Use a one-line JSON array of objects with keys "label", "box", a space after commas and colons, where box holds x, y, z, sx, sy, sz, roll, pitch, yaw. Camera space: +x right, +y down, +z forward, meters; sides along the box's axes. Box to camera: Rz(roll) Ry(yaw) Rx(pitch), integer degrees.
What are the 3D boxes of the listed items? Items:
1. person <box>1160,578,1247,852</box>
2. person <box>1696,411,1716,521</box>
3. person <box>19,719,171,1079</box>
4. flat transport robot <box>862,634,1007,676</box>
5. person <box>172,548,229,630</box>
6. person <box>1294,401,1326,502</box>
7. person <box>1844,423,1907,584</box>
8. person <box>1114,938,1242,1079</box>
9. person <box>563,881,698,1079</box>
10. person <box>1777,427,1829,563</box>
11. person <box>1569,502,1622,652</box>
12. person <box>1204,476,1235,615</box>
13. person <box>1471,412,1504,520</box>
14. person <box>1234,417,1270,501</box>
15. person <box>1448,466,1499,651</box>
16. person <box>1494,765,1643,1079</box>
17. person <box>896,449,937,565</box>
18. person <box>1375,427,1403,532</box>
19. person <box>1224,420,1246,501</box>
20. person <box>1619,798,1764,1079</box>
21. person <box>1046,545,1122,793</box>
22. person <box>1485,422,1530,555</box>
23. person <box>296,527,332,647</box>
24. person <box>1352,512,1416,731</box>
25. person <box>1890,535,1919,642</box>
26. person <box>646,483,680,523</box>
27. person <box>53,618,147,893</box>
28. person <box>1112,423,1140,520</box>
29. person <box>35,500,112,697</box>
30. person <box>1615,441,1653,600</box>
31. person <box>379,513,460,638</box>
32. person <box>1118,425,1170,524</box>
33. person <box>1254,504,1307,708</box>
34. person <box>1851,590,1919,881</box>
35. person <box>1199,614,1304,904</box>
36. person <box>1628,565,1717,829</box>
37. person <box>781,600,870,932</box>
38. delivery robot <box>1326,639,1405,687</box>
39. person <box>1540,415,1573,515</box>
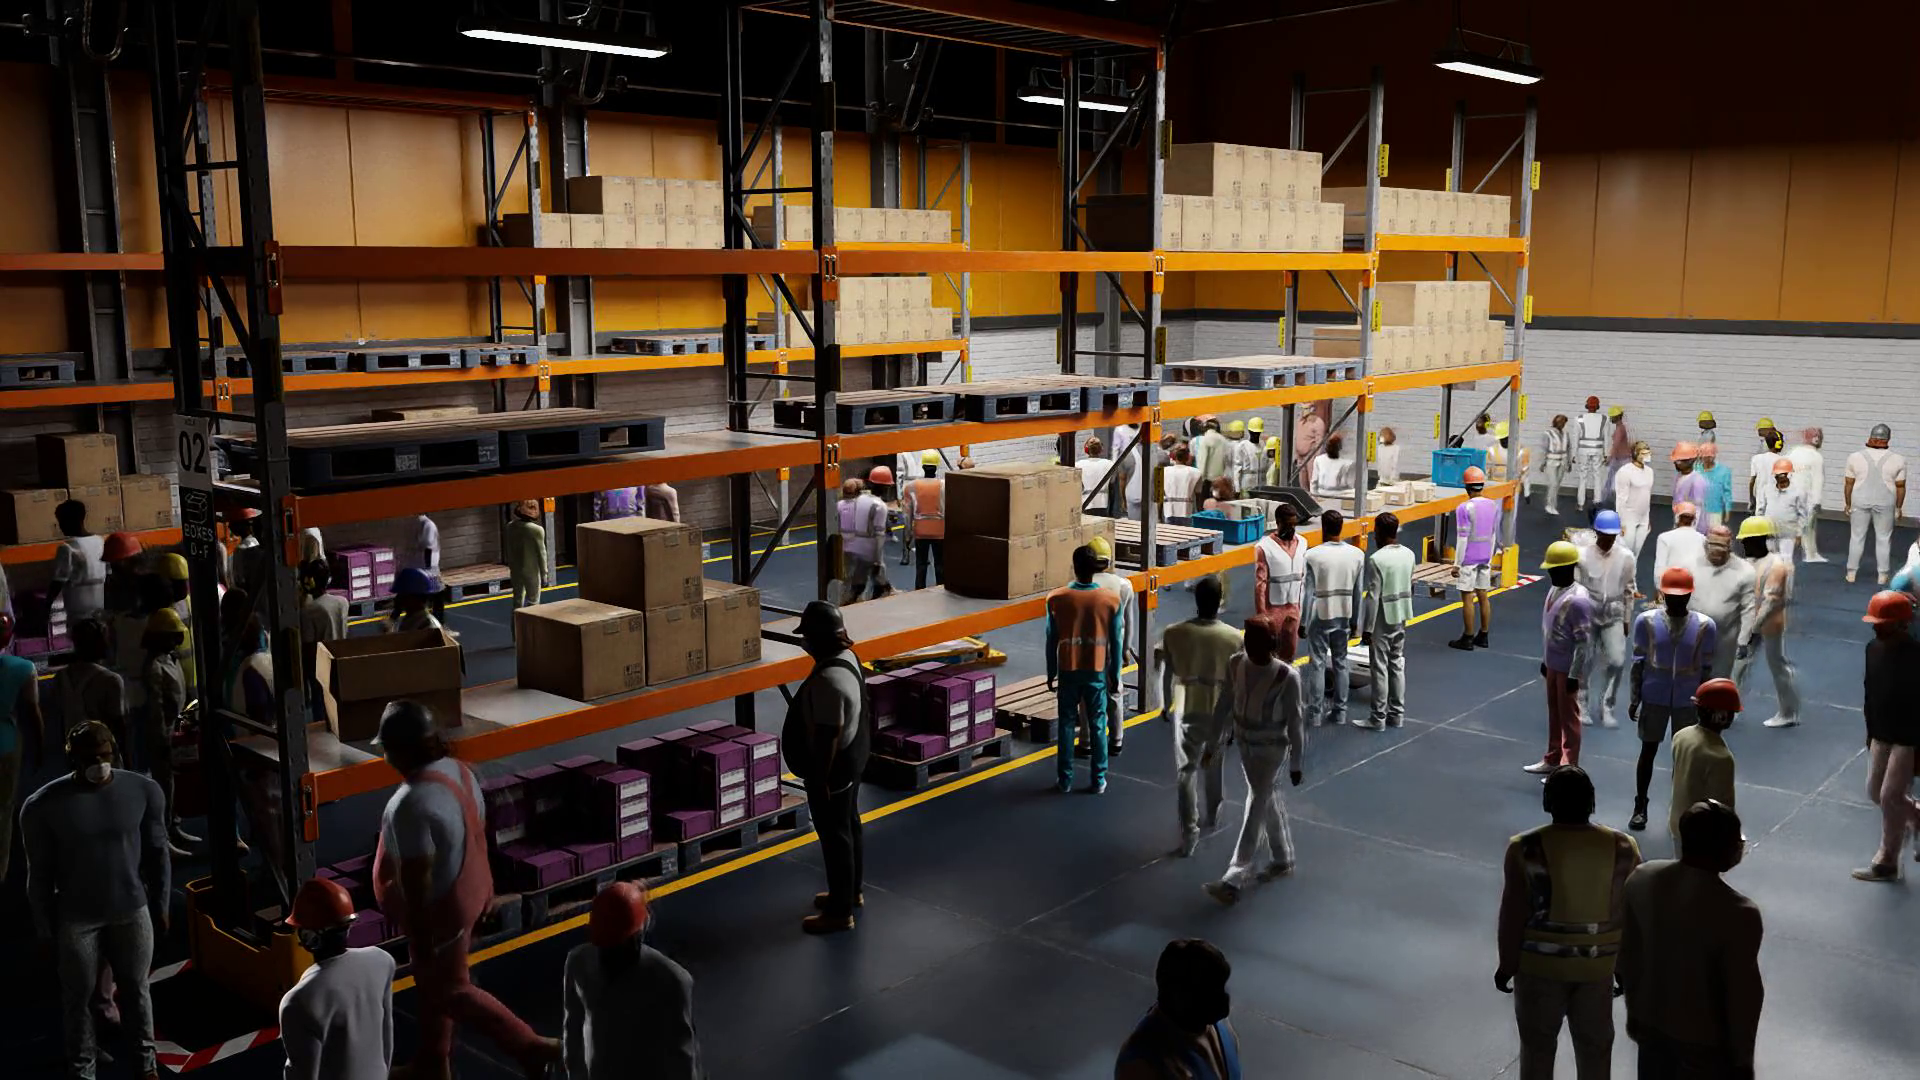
[{"label": "person", "box": [1.709, 1.186, 11.733, 0.593, 1.866, 1.006, 1, 10, 9]}, {"label": "person", "box": [11.687, -1.162, 26.137, 0.322, 1.736, 0.486, 3, 10, 19]}, {"label": "person", "box": [-4.098, 1.789, 7.955, 0.622, 1.932, 0.367, -7, 12, -36]}, {"label": "flat transport robot", "box": [-0.308, 1.150, 16.691, 1.431, 0.197, 0.652, -5, 11, -28]}, {"label": "person", "box": [-6.032, 0.976, 13.057, 0.429, 1.839, 0.634, 9, 13, 42]}, {"label": "person", "box": [5.555, -1.305, 26.546, 0.406, 1.895, 0.661, -4, 10, -24]}, {"label": "person", "box": [11.583, -0.468, 21.079, 0.689, 2.000, 0.539, 6, 11, 31]}, {"label": "person", "box": [0.763, 2.223, 5.612, 0.429, 1.841, 0.633, 6, 11, 30]}, {"label": "person", "box": [-1.278, 2.121, 6.541, 0.570, 1.727, 0.537, 4, 10, 24]}, {"label": "person", "box": [11.296, -0.589, 22.313, 0.890, 1.878, 0.654, 0, 10, -1]}, {"label": "person", "box": [6.323, 0.466, 16.582, 0.540, 1.677, 0.557, 1, 10, 6]}, {"label": "person", "box": [3.017, 0.056, 19.215, 0.500, 1.620, 0.398, 8, 13, 40]}, {"label": "person", "box": [7.861, -1.011, 24.937, 0.832, 1.842, 0.526, -3, 10, -16]}, {"label": "person", "box": [4.069, -0.747, 23.089, 0.594, 1.922, 0.375, -5, 11, -26]}, {"label": "person", "box": [5.369, 0.193, 17.450, 0.548, 1.934, 0.376, -5, 11, -29]}, {"label": "person", "box": [2.718, 1.910, 7.498, 0.619, 1.838, 0.430, 0, 10, 2]}, {"label": "person", "box": [-0.578, -0.616, 22.278, 0.550, 1.933, 0.375, -1, 10, -4]}, {"label": "person", "box": [6.350, -0.878, 24.858, 0.820, 1.590, 0.510, -6, 11, -33]}, {"label": "person", "box": [4.070, -0.926, 24.750, 0.405, 1.727, 0.495, -4, 10, -21]}, {"label": "person", "box": [2.945, 1.988, 6.732, 0.379, 1.937, 0.629, -4, 10, -25]}, {"label": "person", "box": [0.948, 0.998, 12.737, 0.585, 1.911, 0.389, 0, 10, 0]}, {"label": "person", "box": [7.455, -0.668, 22.723, 0.662, 1.883, 0.599, 4, 10, 24]}, {"label": "person", "box": [-6.375, 0.458, 16.278, 0.386, 1.812, 0.666, -7, 12, -35]}, {"label": "person", "box": [3.720, 0.710, 14.463, 0.596, 1.908, 0.411, -9, 13, -41]}, {"label": "person", "box": [7.699, 0.852, 13.303, 0.850, 2.012, 0.617, -3, 10, -18]}, {"label": "person", "box": [-3.479, -0.093, 19.661, 0.534, 1.767, 0.317, 8, 13, 41]}, {"label": "person", "box": [-5.447, 1.403, 10.511, 0.502, 1.839, 0.345, 3, 10, 16]}, {"label": "person", "box": [2.637, -1.136, 25.480, 0.601, 1.903, 0.722, 1, 10, 9]}, {"label": "person", "box": [-8.062, 0.588, 15.150, 0.793, 1.913, 0.619, 1, 10, 5]}, {"label": "person", "box": [8.073, -0.225, 19.932, 0.627, 1.940, 0.375, -7, 12, -35]}, {"label": "person", "box": [-5.796, 0.279, 17.738, 0.757, 1.673, 0.542, -8, 12, -39]}, {"label": "person", "box": [2.413, -0.546, 21.543, 0.683, 2.000, 0.536, 4, 10, 23]}, {"label": "person", "box": [2.904, 0.605, 15.085, 0.599, 1.907, 0.410, -6, 11, -34]}, {"label": "person", "box": [6.206, 1.279, 10.926, 0.711, 1.958, 0.625, -1, 10, -8]}, {"label": "person", "box": [1.856, 1.380, 10.661, 0.985, 1.832, 0.598, -7, 12, -34]}, {"label": "person", "box": [5.058, 1.131, 11.840, 0.552, 1.936, 0.359, 3, 10, 20]}, {"label": "person", "box": [-0.827, 1.353, 10.207, 0.536, 2.000, 0.684, 1, 10, 6]}, {"label": "delivery robot", "box": [3.771, 1.160, 15.506, 0.707, 0.478, 0.477, 9, 13, 44]}, {"label": "person", "box": [9.585, -1.196, 26.644, 0.547, 1.619, 0.458, -4, 10, -22]}]
